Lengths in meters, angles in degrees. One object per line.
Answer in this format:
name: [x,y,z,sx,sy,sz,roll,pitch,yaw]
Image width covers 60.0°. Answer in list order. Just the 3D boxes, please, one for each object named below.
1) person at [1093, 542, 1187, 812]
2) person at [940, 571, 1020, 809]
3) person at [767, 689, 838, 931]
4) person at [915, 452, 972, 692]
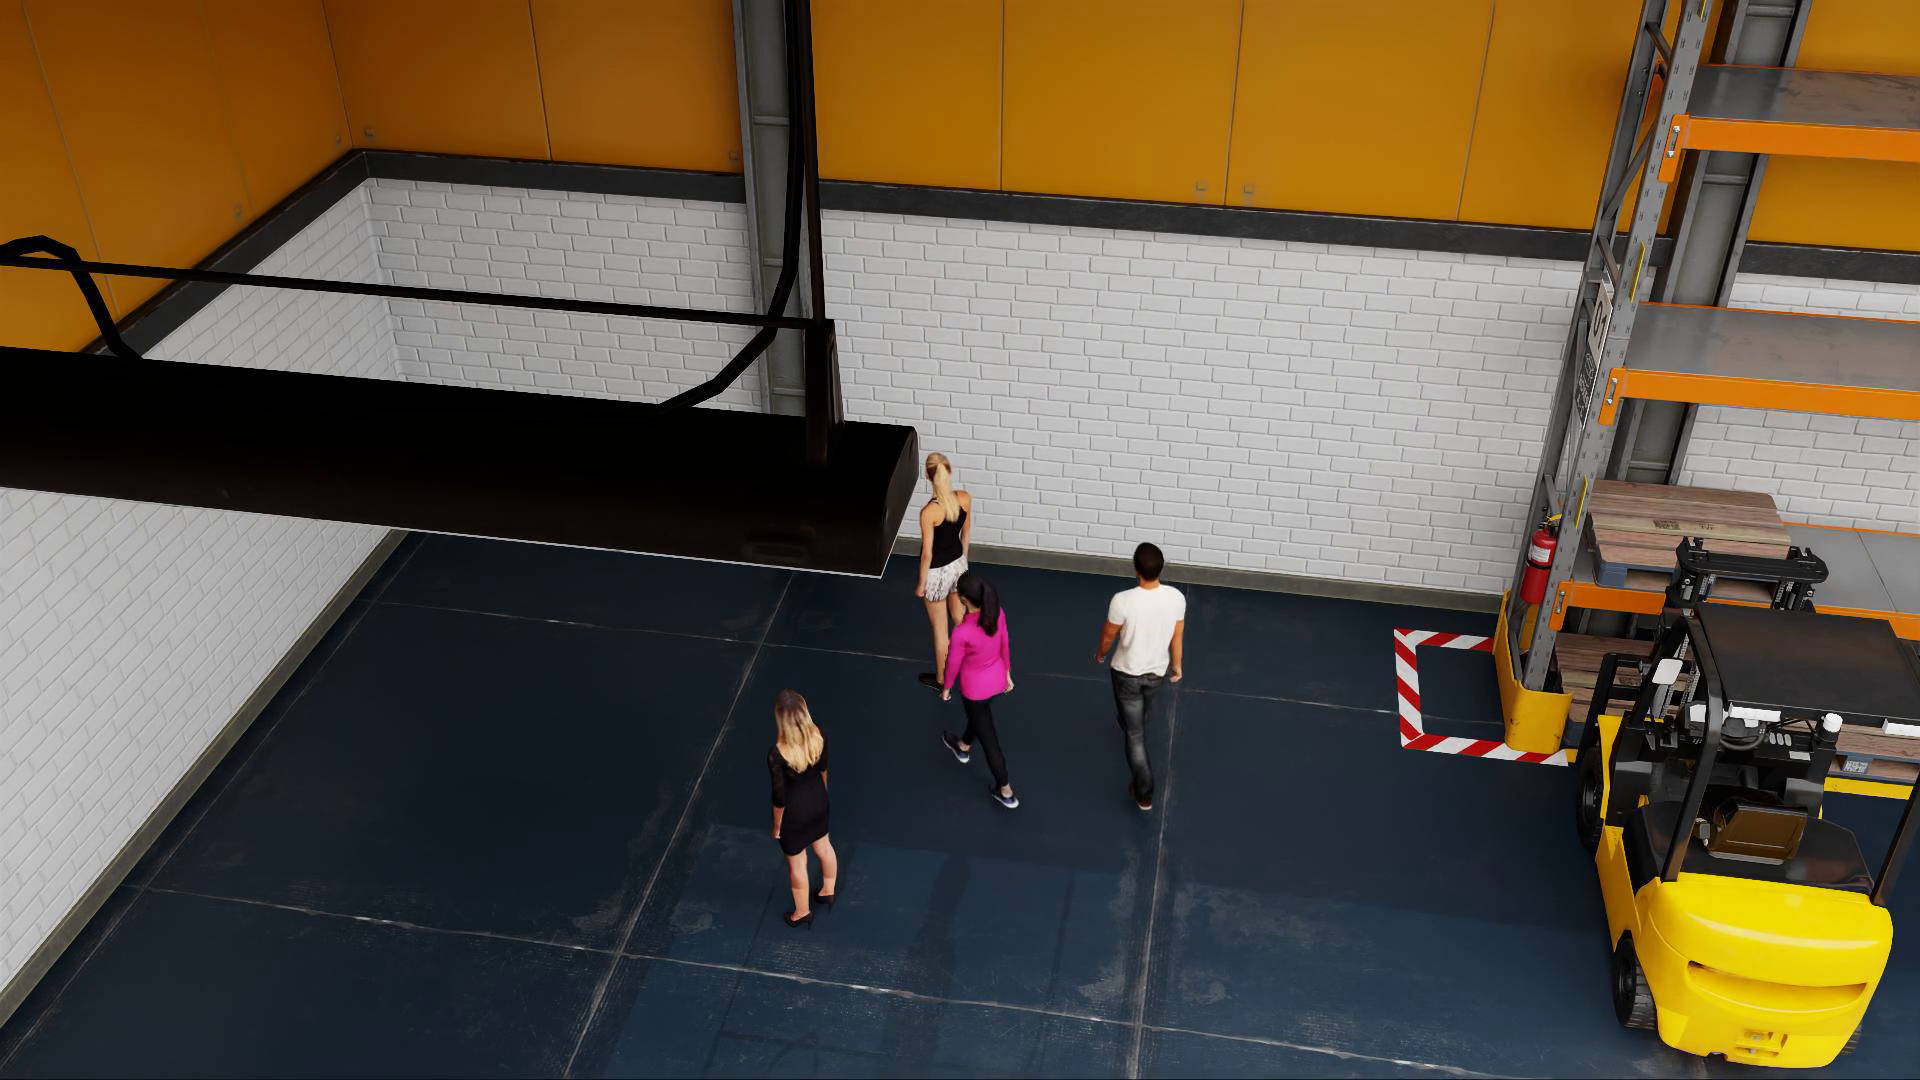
person: [1.121,0.871,10.298,1.183,1.744,1.065,-8,35,-12]
person: [0.199,0.965,10.224,0.962,1.669,1.089,-26,42,-33]
person: [-0.887,1.526,9.362,0.638,1.678,0.614,29,43,36]
person: [-0.101,0.204,11.200,0.678,1.844,0.719,-26,41,-33]
